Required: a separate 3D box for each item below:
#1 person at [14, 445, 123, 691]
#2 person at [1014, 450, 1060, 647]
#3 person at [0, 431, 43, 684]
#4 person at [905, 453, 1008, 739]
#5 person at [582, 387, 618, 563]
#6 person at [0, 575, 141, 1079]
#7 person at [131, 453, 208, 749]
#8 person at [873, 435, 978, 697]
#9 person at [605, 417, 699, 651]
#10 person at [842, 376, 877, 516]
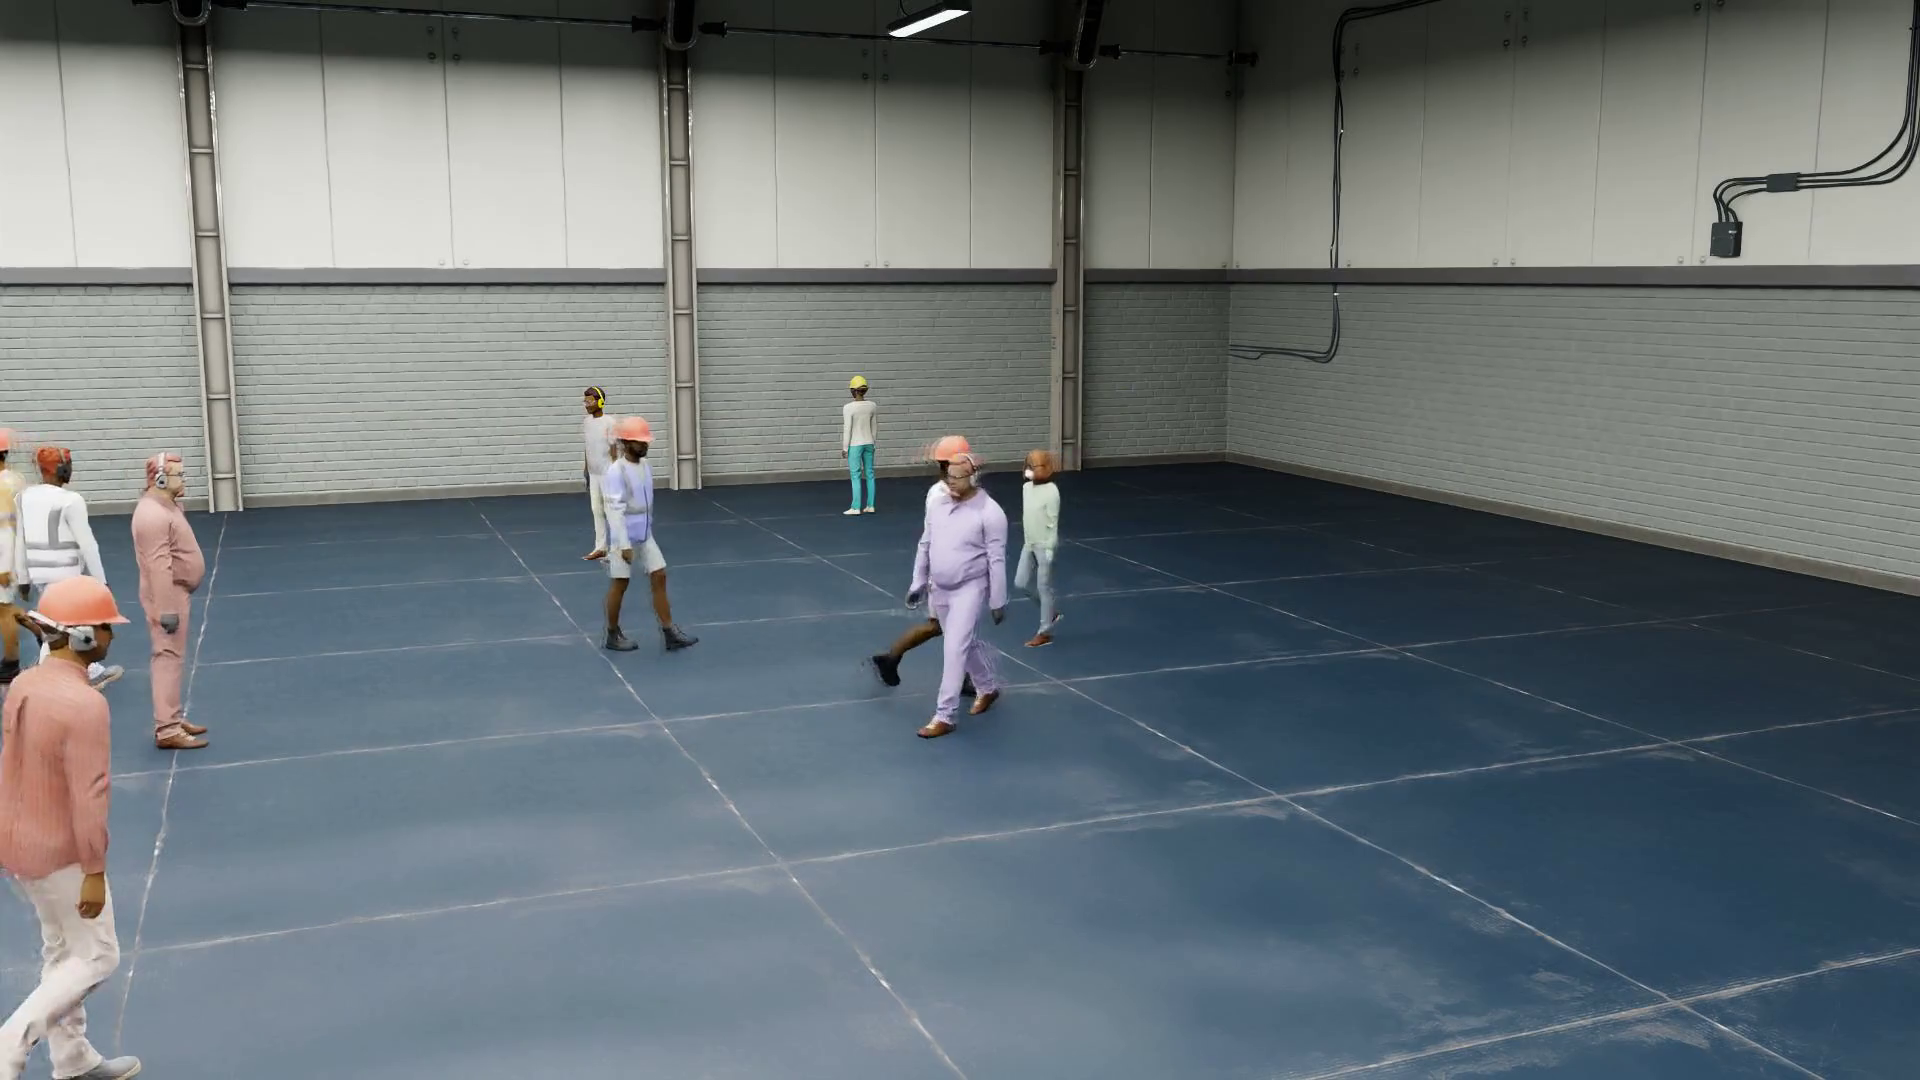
[{"bbox_3d":[-6.281,0.247,11.782,0.607,1.841,0.931,4,10,22],"label":"person"},{"bbox_3d":[0.660,0.066,13.601,0.379,1.623,0.500,-6,11,-33],"label":"person"},{"bbox_3d":[-7.053,0.116,12.341,0.523,1.927,0.561,-4,10,-26],"label":"person"},{"bbox_3d":[0.007,0.333,11.187,0.647,1.863,0.943,9,13,43],"label":"person"},{"bbox_3d":[-3.809,-0.690,17.621,0.521,1.865,0.315,7,11,37],"label":"person"},{"bbox_3d":[-3.279,1.119,5.955,0.631,1.966,0.715,7,11,36],"label":"person"},{"bbox_3d":[-5.077,0.385,10.725,0.403,1.904,0.651,-4,10,-23],"label":"person"},{"bbox_3d":[-0.195,0.199,11.888,0.825,1.917,0.549,2,9,13],"label":"person"},{"bbox_3d":[-2.506,-0.024,13.295,0.896,1.899,0.566,4,10,26],"label":"person"},{"bbox_3d":[-1.276,-1.191,21.056,0.525,1.769,0.315,-8,12,-42],"label":"person"}]
